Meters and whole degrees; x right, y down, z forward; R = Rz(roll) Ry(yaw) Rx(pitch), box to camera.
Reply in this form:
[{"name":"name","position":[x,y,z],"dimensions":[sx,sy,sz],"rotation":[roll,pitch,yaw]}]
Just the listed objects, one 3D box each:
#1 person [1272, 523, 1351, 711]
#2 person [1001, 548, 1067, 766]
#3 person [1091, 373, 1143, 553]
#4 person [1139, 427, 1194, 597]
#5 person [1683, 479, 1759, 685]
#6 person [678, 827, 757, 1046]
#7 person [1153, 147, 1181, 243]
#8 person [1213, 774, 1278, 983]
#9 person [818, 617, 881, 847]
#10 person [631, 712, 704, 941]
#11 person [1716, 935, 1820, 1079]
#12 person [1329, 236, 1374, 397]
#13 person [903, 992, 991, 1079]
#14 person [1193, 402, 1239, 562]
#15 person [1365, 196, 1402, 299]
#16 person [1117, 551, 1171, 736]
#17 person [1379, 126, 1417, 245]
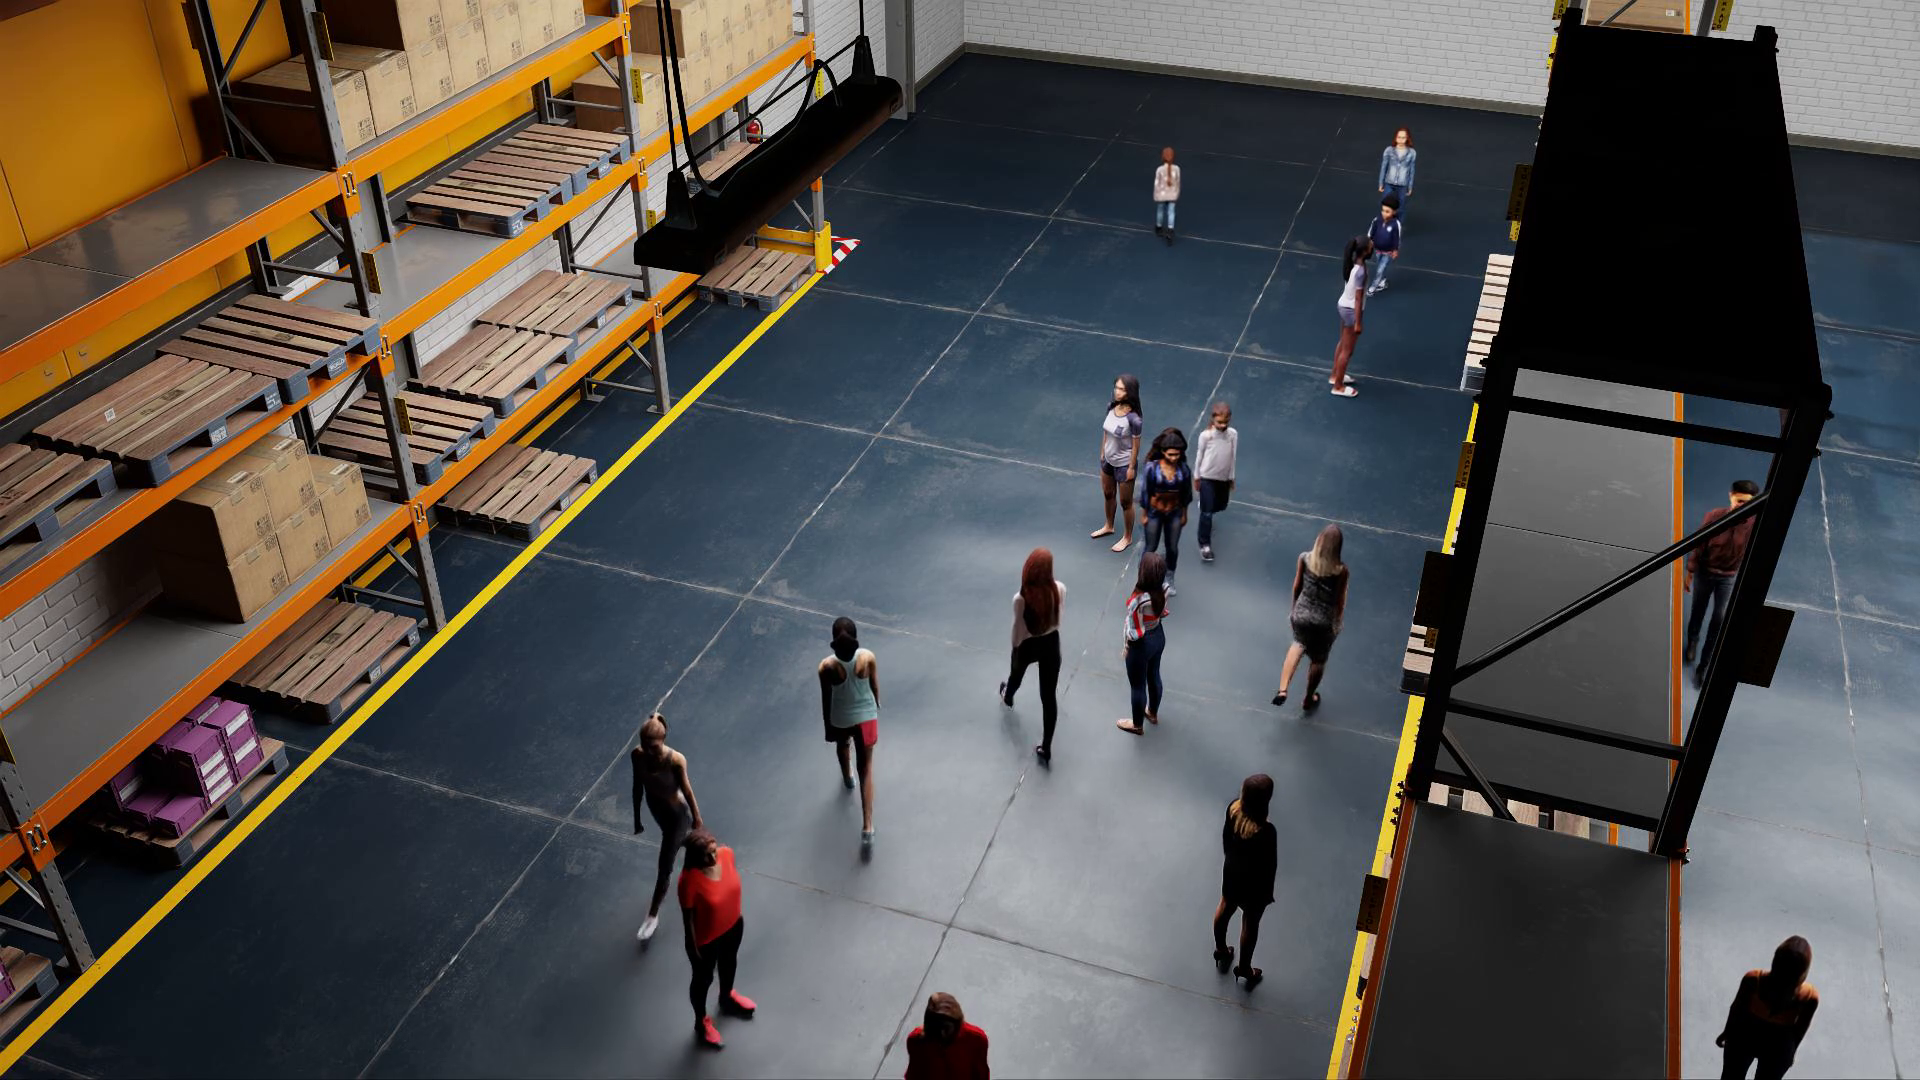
[{"name":"person","position":[2.691,0.661,12.759],"dimensions":[0.660,1.689,0.823],"rotation":[19,38,27]},{"name":"person","position":[0.625,0.909,12.374],"dimensions":[1.080,1.704,1.204],"rotation":[-11,35,-16]},{"name":"person","position":[1.428,-0.711,14.809],"dimensions":[0.702,1.707,0.680],"rotation":[-22,40,-30]},{"name":"person","position":[1.730,-0.231,14.162],"dimensions":[0.681,1.624,0.673],"rotation":[-1,34,-2]},{"name":"person","position":[6.063,0.238,13.335],"dimensions":[0.684,1.758,0.845],"rotation":[15,36,21]},{"name":"person","position":[-1.520,2.371,10.188],"dimensions":[0.738,1.690,0.609],"rotation":[20,39,27]},{"name":"person","position":[2.590,-4.283,20.655],"dimensions":[0.618,1.183,0.799],"rotation":[1,34,1]},{"name":"person","position":[1.815,2.134,10.556],"dimensions":[0.627,1.676,0.617],"rotation":[-23,40,-30]},{"name":"person","position":[-0.733,1.343,11.705],"dimensions":[1.003,1.722,1.284],"rotation":[-5,34,-7]},{"name":"person","position":[-1.898,1.775,11.116],"dimensions":[0.668,1.655,1.129],"rotation":[14,36,21]},{"name":"person","position":[4.569,2.874,9.486],"dimensions":[0.580,1.628,0.536],"rotation":[14,36,20]},{"name":"person","position":[4.052,-2.344,17.253],"dimensions":[0.729,1.720,0.590],"rotation":[0,34,1]},{"name":"person","position":[-0.058,3.034,9.190],"dimensions":[0.788,1.689,0.910],"rotation":[-1,34,-1]},{"name":"person","position":[2.250,-0.593,14.787],"dimensions":[0.791,1.535,0.955],"rotation":[-2,34,-3]},{"name":"person","position":[4.964,-3.426,19.359],"dimensions":[0.729,1.192,0.892],"rotation":[28,42,35]},{"name":"person","position":[1.420,0.773,12.659],"dimensions":[0.718,1.614,0.582],"rotation":[28,43,35]},{"name":"person","position":[5.403,-4.405,20.574],"dimensions":[0.577,1.475,0.512],"rotation":[9,35,13]}]
